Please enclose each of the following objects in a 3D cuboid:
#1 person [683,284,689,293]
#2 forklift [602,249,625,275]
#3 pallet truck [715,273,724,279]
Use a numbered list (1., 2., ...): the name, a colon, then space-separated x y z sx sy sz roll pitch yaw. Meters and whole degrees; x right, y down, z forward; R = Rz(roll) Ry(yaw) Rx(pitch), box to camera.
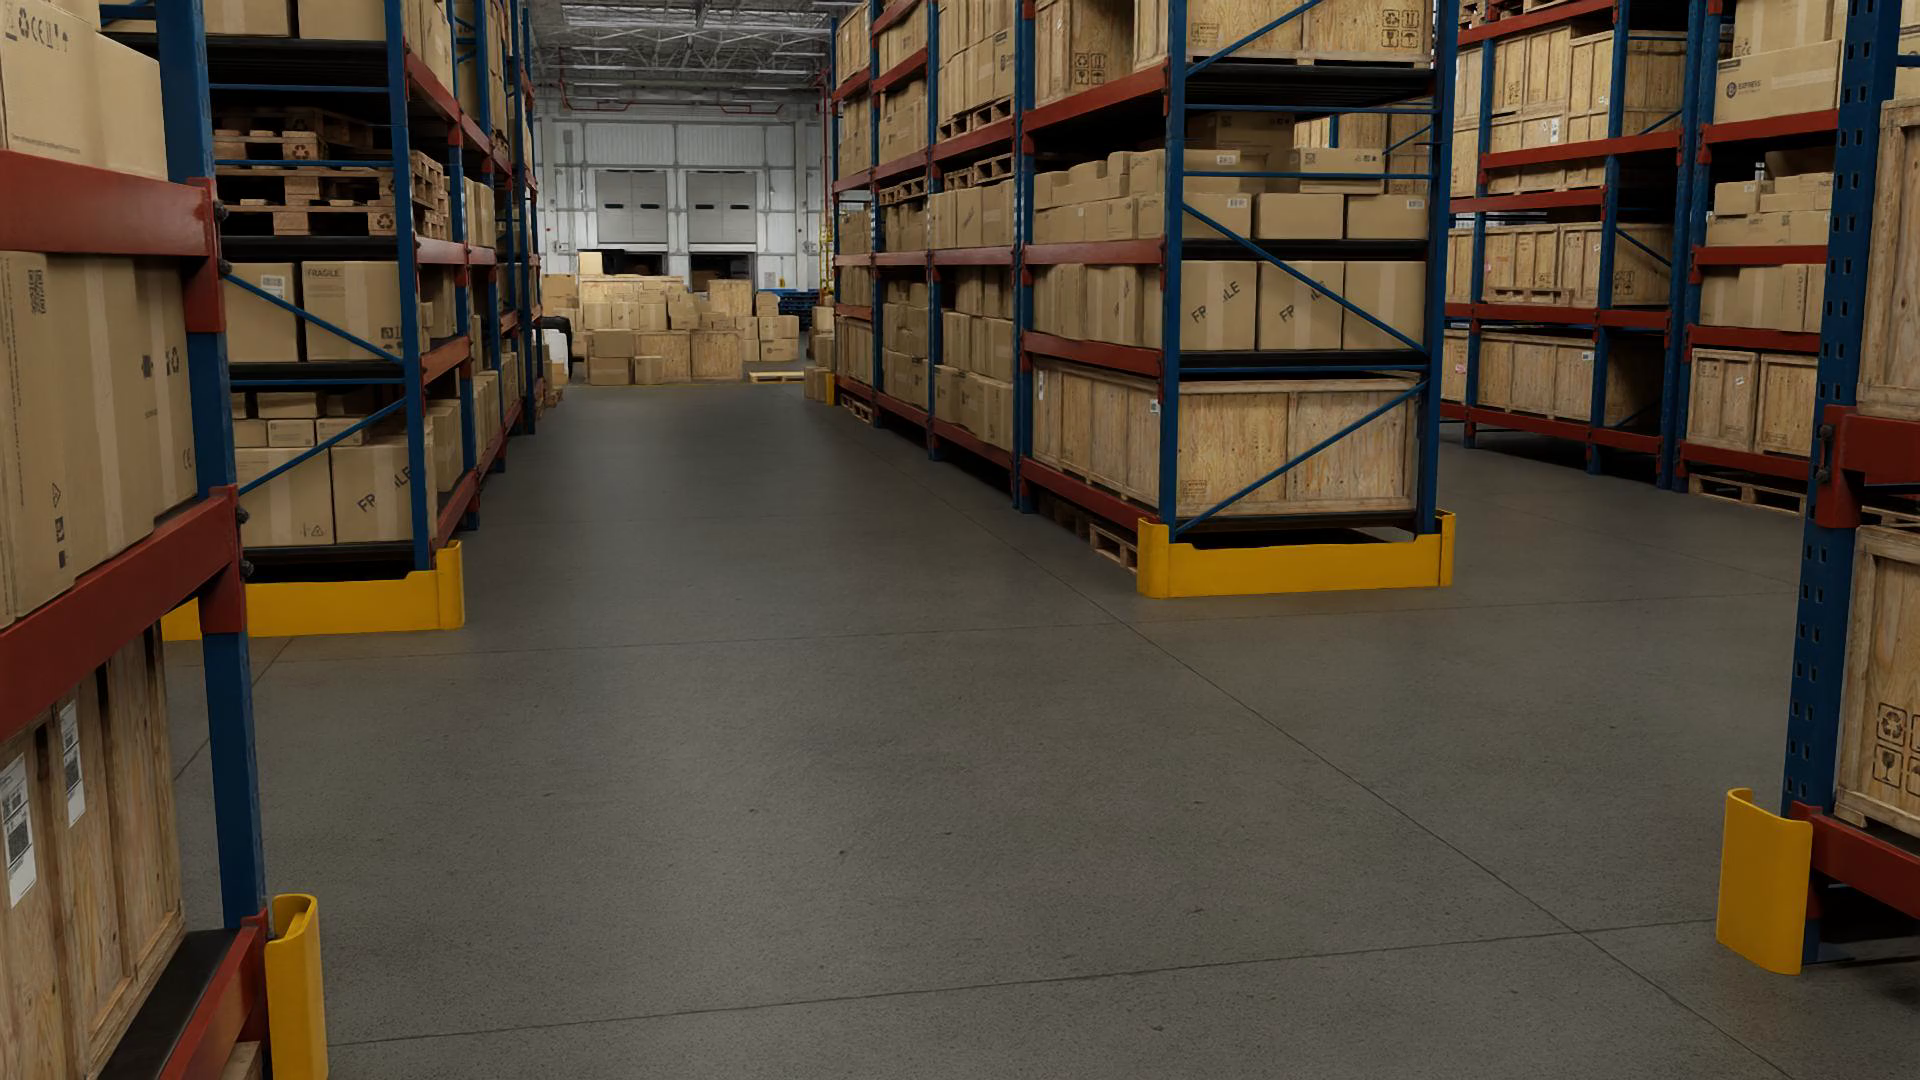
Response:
1. person: -6.190 -4.794 37.237 0.429 1.840 0.645 -6 11 -32
2. forklift: -11.455 -8.235 55.018 1.129 2.768 1.873 8 12 40
3. pallet truck: -8.580 -8.986 62.280 1.885 1.965 0.823 1 9 5
